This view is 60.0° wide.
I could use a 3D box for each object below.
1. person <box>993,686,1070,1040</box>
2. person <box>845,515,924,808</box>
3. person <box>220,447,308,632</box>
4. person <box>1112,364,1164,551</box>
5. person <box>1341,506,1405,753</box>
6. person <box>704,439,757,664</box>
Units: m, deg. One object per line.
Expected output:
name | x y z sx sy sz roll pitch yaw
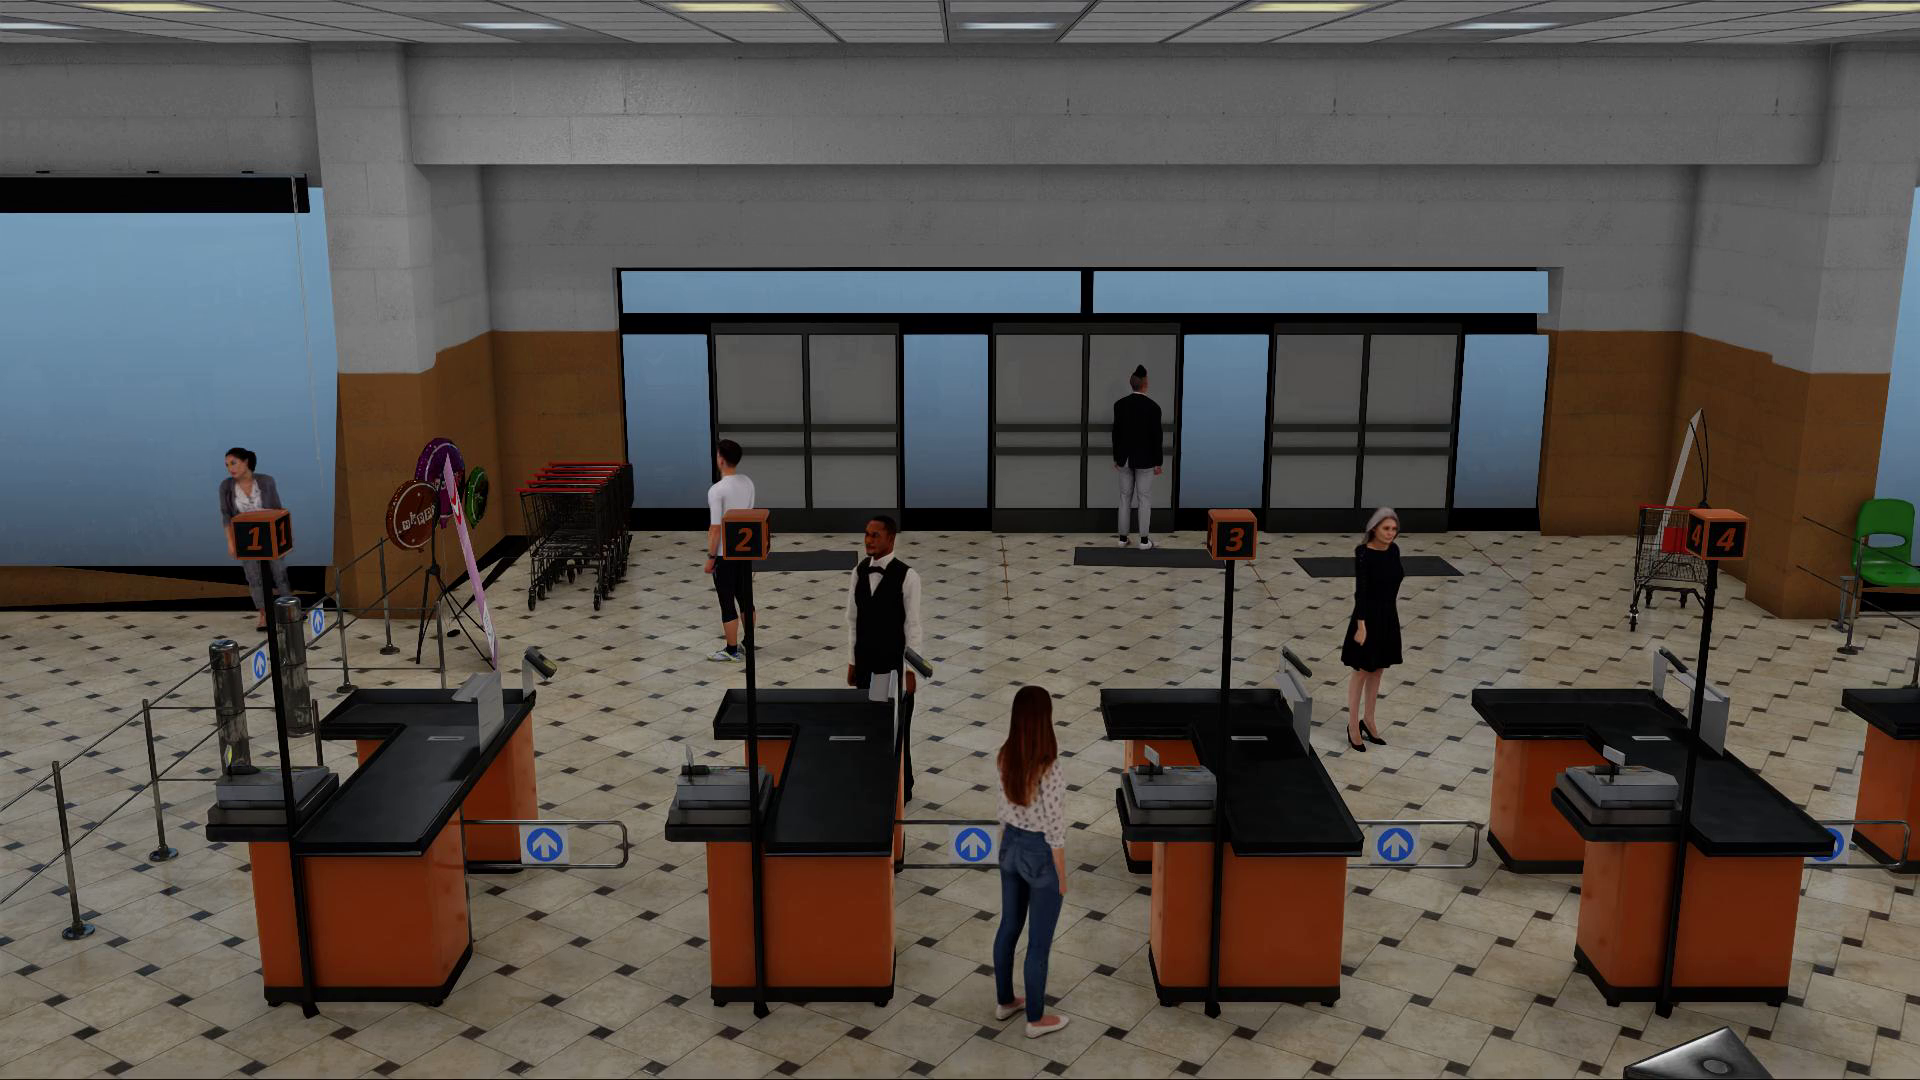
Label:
person | 0.330 1.527 7.978 0.696 1.729 0.625 -12 18 -41
person | -0.483 0.773 10.684 0.783 1.919 0.780 8 16 31
person | -6.080 -0.002 14.463 0.851 1.644 0.809 -10 17 -37
person | 1.843 -0.874 17.409 0.797 1.950 0.775 7 15 28
person | 2.926 0.613 11.708 0.700 1.748 0.737 -10 17 -35
person | -1.872 0.083 13.672 0.817 1.851 0.708 9 16 33
